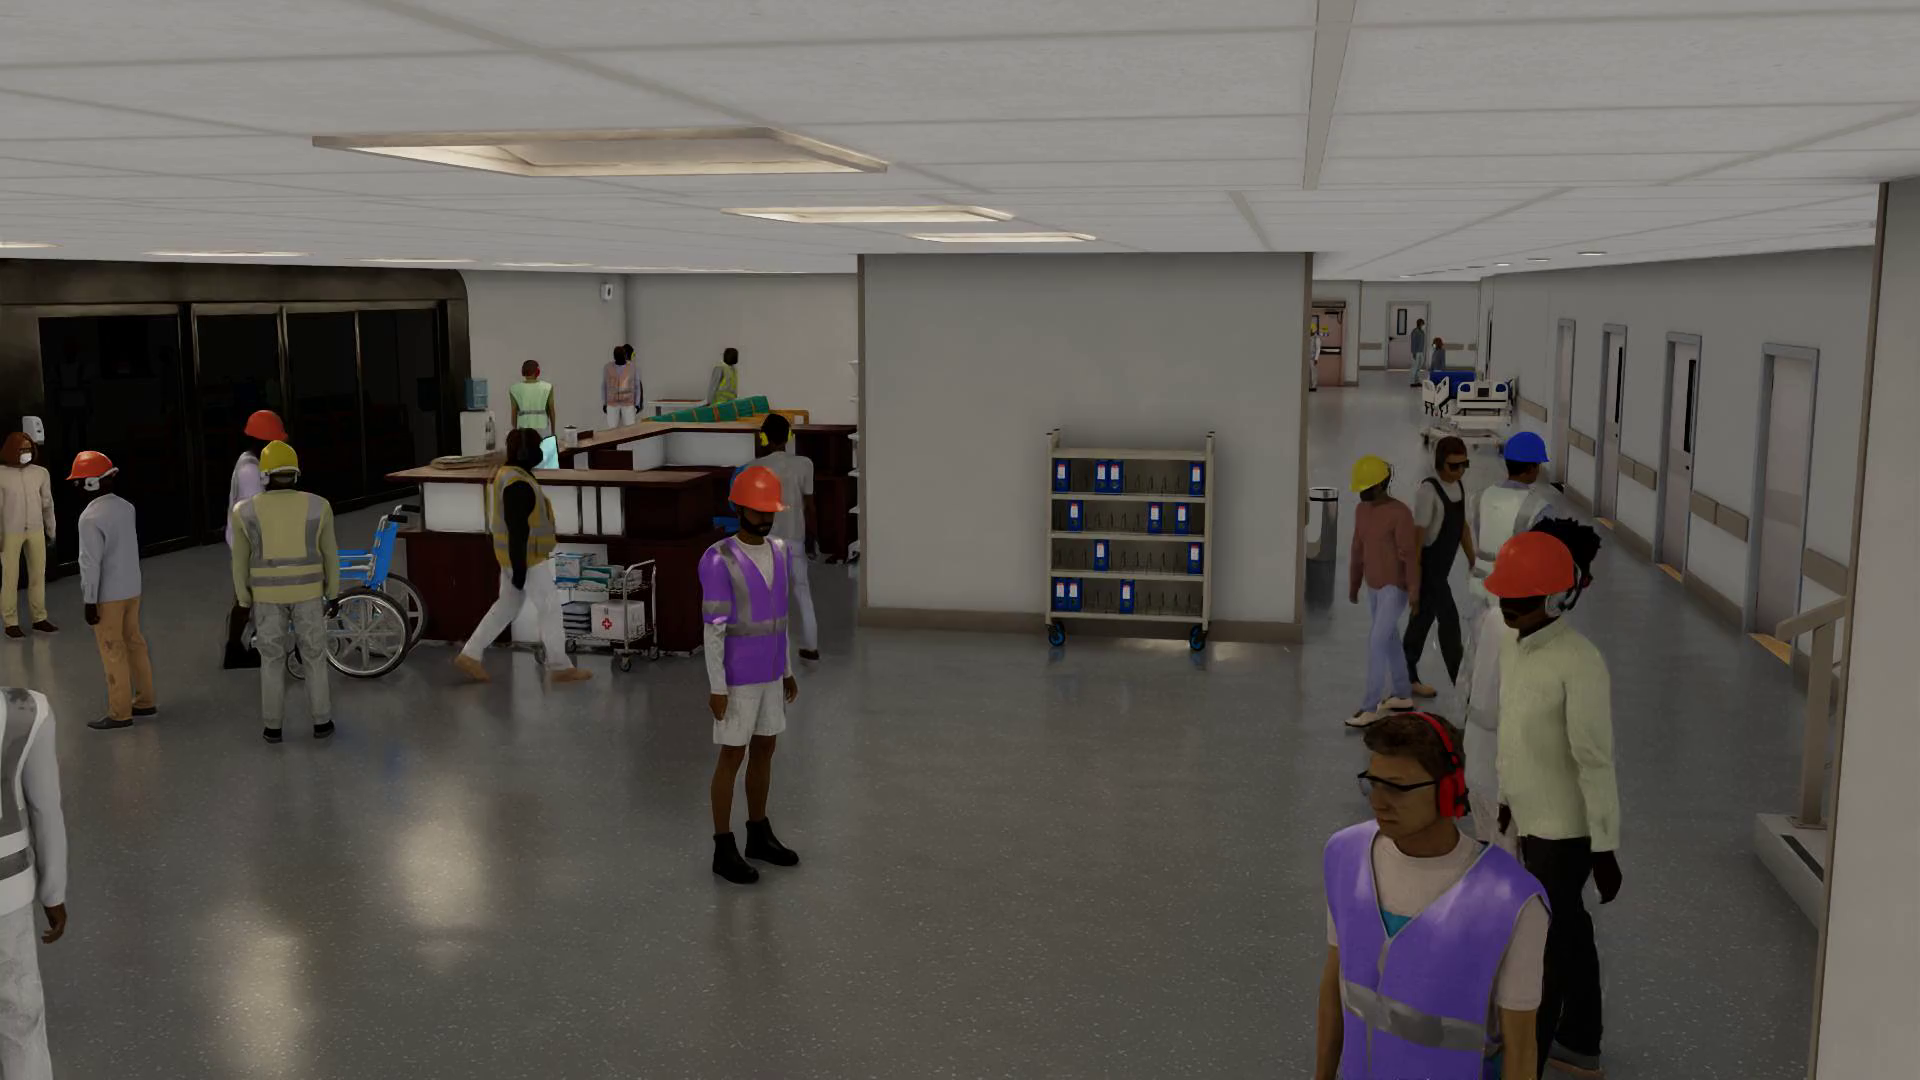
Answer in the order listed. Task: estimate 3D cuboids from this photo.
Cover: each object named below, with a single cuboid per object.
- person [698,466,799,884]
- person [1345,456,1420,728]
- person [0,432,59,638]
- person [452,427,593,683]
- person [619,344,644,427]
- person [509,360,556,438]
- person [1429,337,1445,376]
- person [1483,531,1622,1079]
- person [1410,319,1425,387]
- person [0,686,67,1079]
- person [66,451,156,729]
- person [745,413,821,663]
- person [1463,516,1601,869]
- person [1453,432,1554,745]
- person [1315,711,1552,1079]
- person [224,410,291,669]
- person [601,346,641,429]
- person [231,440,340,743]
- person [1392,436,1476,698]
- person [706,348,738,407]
[{"bbox_3d":[-0.951,0.614,7.755,0.376,1.933,0.551,6,10,35],"label":"person"},{"bbox_3d":[2.634,0.319,10.479,0.791,1.699,0.609,-3,9,-21],"label":"person"},{"bbox_3d":[-7.410,-0.044,13.163,0.285,1.627,0.504,5,10,32],"label":"person"},{"bbox_3d":[-3.086,0.114,11.533,0.907,1.811,0.634,-3,9,-21],"label":"person"},{"bbox_3d":[-5.429,-2.265,27.143,0.519,1.855,0.334,-2,9,-14],"label":"person"},{"bbox_3d":[-5.492,-1.396,21.421,0.563,1.838,0.388,-2,9,-14],"label":"person"},{"bbox_3d":[11.233,-3.970,39.200,0.425,1.615,0.535,-2,9,-10],"label":"person"},{"bbox_3d":[1.936,0.939,5.572,0.665,1.957,0.703,0,9,-3],"label":"person"},{"bbox_3d":[12.857,-5.249,46.705,0.388,1.929,0.634,7,11,40],"label":"person"},{"bbox_3d":[-2.945,1.076,4.897,0.576,1.878,0.347,-6,11,-36],"label":"person"},{"bbox_3d":[-5.355,0.307,10.433,0.362,1.742,0.564,0,9,0],"label":"person"},{"bbox_3d":[-1.280,0.008,12.059,0.526,1.854,0.438,-1,9,-7],"label":"person"},{"bbox_3d":[2.057,0.874,6.037,0.474,1.937,0.629,-1,9,-5],"label":"person"},{"bbox_3d":[3.343,0.298,9.971,0.993,1.893,0.604,-6,10,-34],"label":"person"},{"bbox_3d":[1.038,1.273,3.722,0.379,1.838,0.566,-7,11,-38],"label":"person"},{"bbox_3d":[-5.057,0.009,11.925,0.592,1.884,0.583,-3,9,-18],"label":"person"},{"bbox_3d":[-5.419,-2.175,26.576,0.619,1.845,0.430,0,9,-2],"label":"person"},{"bbox_3d":[-4.074,0.313,10.083,0.600,1.833,0.404,-4,9,-22],"label":"person"},{"bbox_3d":[3.197,0.214,10.867,0.864,1.791,0.542,6,11,36],"label":"person"},{"bbox_3d":[-3.993,-2.324,27.806,0.923,1.783,0.663,2,9,15],"label":"person"}]
